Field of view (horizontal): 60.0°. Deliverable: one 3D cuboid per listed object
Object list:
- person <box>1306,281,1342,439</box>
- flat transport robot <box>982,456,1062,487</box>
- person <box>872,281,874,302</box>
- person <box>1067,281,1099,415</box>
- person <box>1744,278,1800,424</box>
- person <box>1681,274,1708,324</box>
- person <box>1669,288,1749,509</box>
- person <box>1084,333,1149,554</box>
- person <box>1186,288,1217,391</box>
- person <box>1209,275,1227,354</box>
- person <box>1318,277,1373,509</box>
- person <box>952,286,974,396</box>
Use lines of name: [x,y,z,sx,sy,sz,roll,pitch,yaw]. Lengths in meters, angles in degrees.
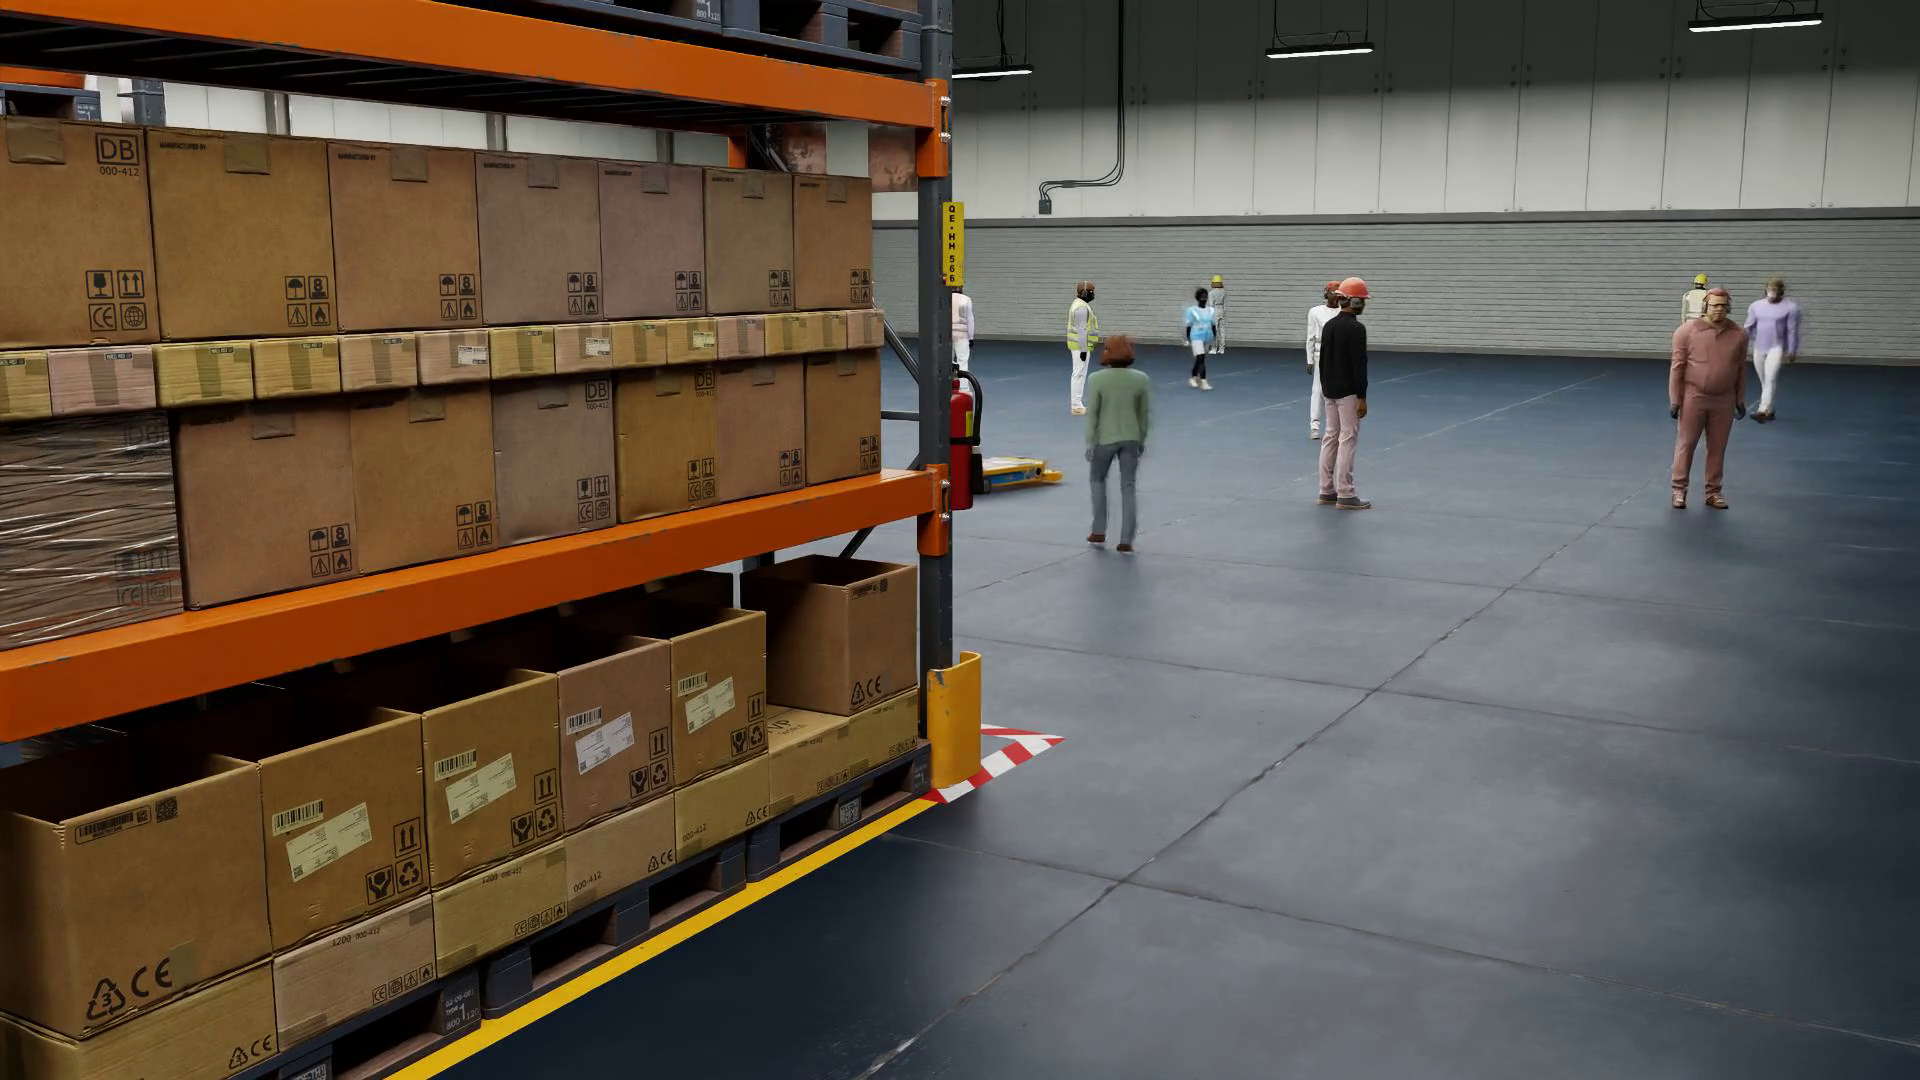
person: [4.409,-2.137,19.809,0.575,1.885,0.355,0,10,-2]
flat transport robot: [0.240,-0.622,15.655,1.431,0.197,0.652,-9,13,-44]
person: [-1.485,-3.200,25.879,0.361,1.938,0.545,6,11,30]
person: [1.694,-2.639,22.912,0.430,1.836,0.627,0,10,1]
person: [10.546,-2.461,21.718,1.037,1.881,0.653,-8,13,-39]
person: [13.963,-4.102,31.461,0.588,1.834,0.403,8,13,40]
person: [6.454,-1.211,14.332,0.652,1.904,0.402,1,10,4]
person: [1.134,-0.721,12.326,0.530,1.609,0.683,-2,10,-14]
person: [3.940,-3.292,27.241,0.536,1.655,0.852,-4,11,-23]
person: [5.742,-5.039,37.214,0.485,1.744,0.294,-6,11,-31]
person: [3.352,-1.269,14.411,0.397,1.990,0.623,-3,10,-19]
person: [-0.062,-3.120,25.705,0.619,1.838,0.430,4,10,21]
